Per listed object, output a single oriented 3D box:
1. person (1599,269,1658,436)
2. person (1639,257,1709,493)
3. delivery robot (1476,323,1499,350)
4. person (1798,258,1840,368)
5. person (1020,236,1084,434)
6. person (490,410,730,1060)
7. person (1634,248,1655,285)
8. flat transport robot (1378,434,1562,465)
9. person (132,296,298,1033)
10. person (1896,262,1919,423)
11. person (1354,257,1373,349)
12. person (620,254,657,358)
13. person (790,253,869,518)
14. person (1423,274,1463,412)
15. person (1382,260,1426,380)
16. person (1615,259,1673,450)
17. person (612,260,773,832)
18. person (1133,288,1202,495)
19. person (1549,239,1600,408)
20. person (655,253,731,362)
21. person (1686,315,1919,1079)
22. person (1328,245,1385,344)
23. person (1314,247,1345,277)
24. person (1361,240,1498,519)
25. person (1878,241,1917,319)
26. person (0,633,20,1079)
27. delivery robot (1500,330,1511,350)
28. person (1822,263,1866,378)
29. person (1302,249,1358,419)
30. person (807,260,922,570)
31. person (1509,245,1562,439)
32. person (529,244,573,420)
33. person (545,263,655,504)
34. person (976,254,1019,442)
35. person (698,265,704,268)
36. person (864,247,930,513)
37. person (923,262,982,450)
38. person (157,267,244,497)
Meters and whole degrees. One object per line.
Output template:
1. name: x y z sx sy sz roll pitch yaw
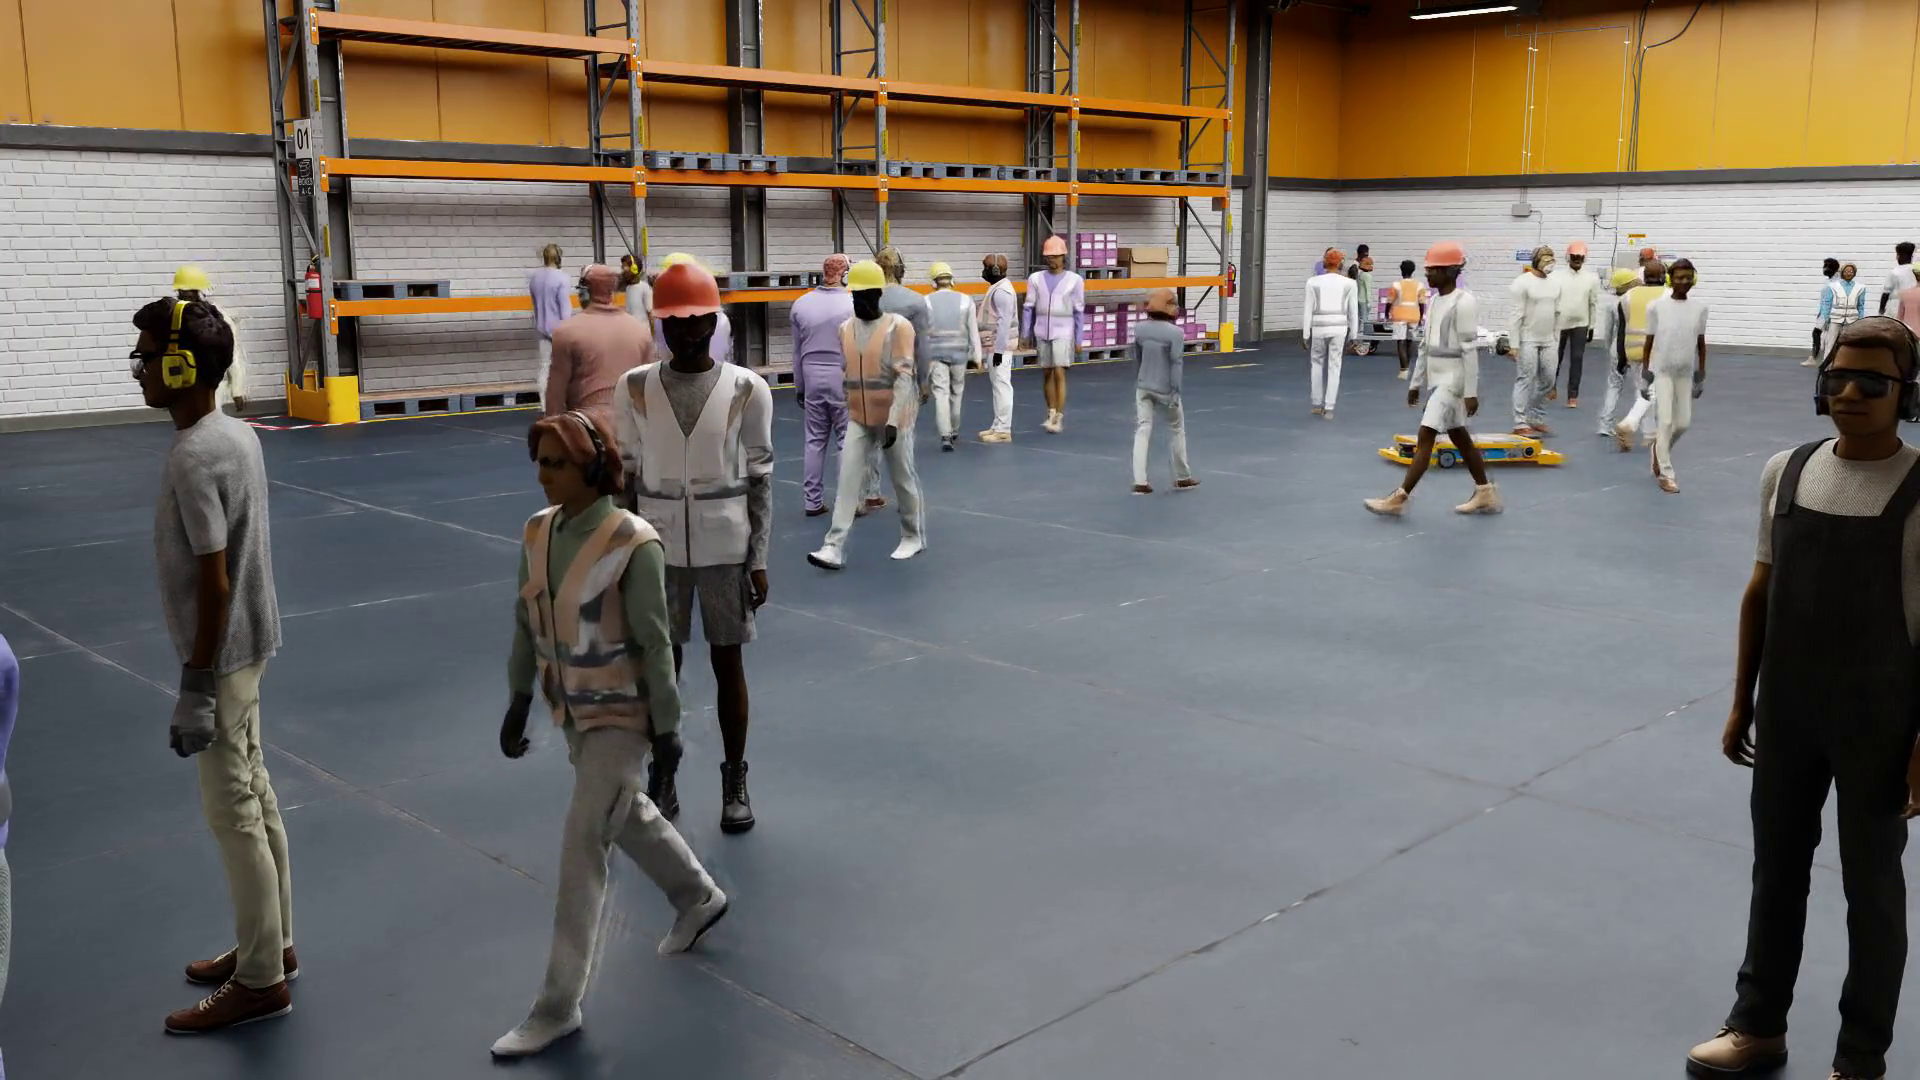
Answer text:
1. person: 6.768 -1.875 16.760 0.557 1.688 0.584 5 12 27
2. person: 5.686 -1.328 13.313 0.517 1.853 0.694 1 10 3
3. delivery robot: 8.650 -3.395 27.856 0.707 0.478 0.477 6 12 31
4. person: 13.183 -3.454 25.401 0.705 1.671 0.532 7 12 32
5. person: 0.955 -2.120 17.204 0.619 2.036 0.616 4 11 22
6. person: -0.908 0.442 4.360 0.517 1.592 0.864 9 14 40
7. person: 10.474 -3.540 25.418 0.590 1.833 1.010 -5 11 -24
8. flat transport robot: 4.526 -0.810 14.793 1.431 0.197 0.652 -1 10 -5
9. person: -1.919 0.323 4.264 0.328 1.867 0.514 -3 11 -14
10. person: 10.412 -2.161 18.077 0.326 1.767 0.533 -2 11 -10
11. person: 7.186 -4.200 29.554 0.285 1.633 0.501 -1 10 -8
12. person: -3.437 -2.178 18.058 0.907 1.832 0.550 -7 13 -35
13. person: -0.887 -1.093 11.906 0.659 1.896 0.401 4 11 21
14. person: 5.526 -2.419 19.017 0.358 1.936 0.552 6 12 31
15. person: 6.243 -3.103 23.473 0.543 1.660 0.764 -1 10 -7
16. person: 6.478 -1.739 15.690 0.871 1.810 0.628 -8 13 -37
17. person: -0.899 0.036 5.626 0.543 1.939 0.355 0 10 -2
18. person: 1.612 -1.169 13.106 0.517 1.603 0.755 9 14 40
19. person: 7.229 -2.568 19.726 0.627 1.978 0.751 2 11 11
20. person: -1.692 -0.838 10.451 0.602 1.906 0.504 -10 14 -43
21. person: 2.002 0.415 3.815 0.341 1.846 0.511 -7 12 -33
22. person: 7.256 -4.481 30.514 1.083 1.848 0.587 7 12 34
23. person: 6.932 -4.591 31.248 0.587 1.808 0.684 4 11 20
24. person: 3.446 -1.138 11.911 1.072 1.983 0.637 -1 10 -5
25. person: 13.134 -3.169 23.084 0.620 1.945 0.770 -1 10 -7
26. person: -1.362 0.700 2.009 0.355 1.939 0.544 1 10 5
27. delivery robot: 9.461 -3.420 27.990 0.707 0.478 0.477 -3 11 -18
28. person: 12.264 -3.019 23.097 0.514 1.642 0.314 3 11 14
29. person: 4.140 -2.309 18.616 0.609 1.852 0.839 2 11 9
30. person: -0.542 -0.756 10.133 0.593 1.869 1.021 6 12 31
31. person: 5.731 -1.960 16.564 0.645 1.929 0.381 -4 11 -22
32. person: -4.379 -2.277 18.268 0.643 1.919 0.734 7 13 34
33. person: -2.048 -0.652 9.586 0.957 1.874 0.648 9 14 40
34. person: 0.360 -1.880 16.340 0.430 1.844 0.624 0 10 -2
35. person: -2.450 -1.745 15.889 0.763 1.738 0.549 -1 10 -8
36. person: -0.514 -1.165 12.178 0.638 1.937 0.356 4 11 19
37. person: -0.122 -1.751 15.835 0.622 1.776 0.922 -1 10 -6
38. person: -5.778 -1.159 12.561 0.620 1.779 0.922 4 11 21
